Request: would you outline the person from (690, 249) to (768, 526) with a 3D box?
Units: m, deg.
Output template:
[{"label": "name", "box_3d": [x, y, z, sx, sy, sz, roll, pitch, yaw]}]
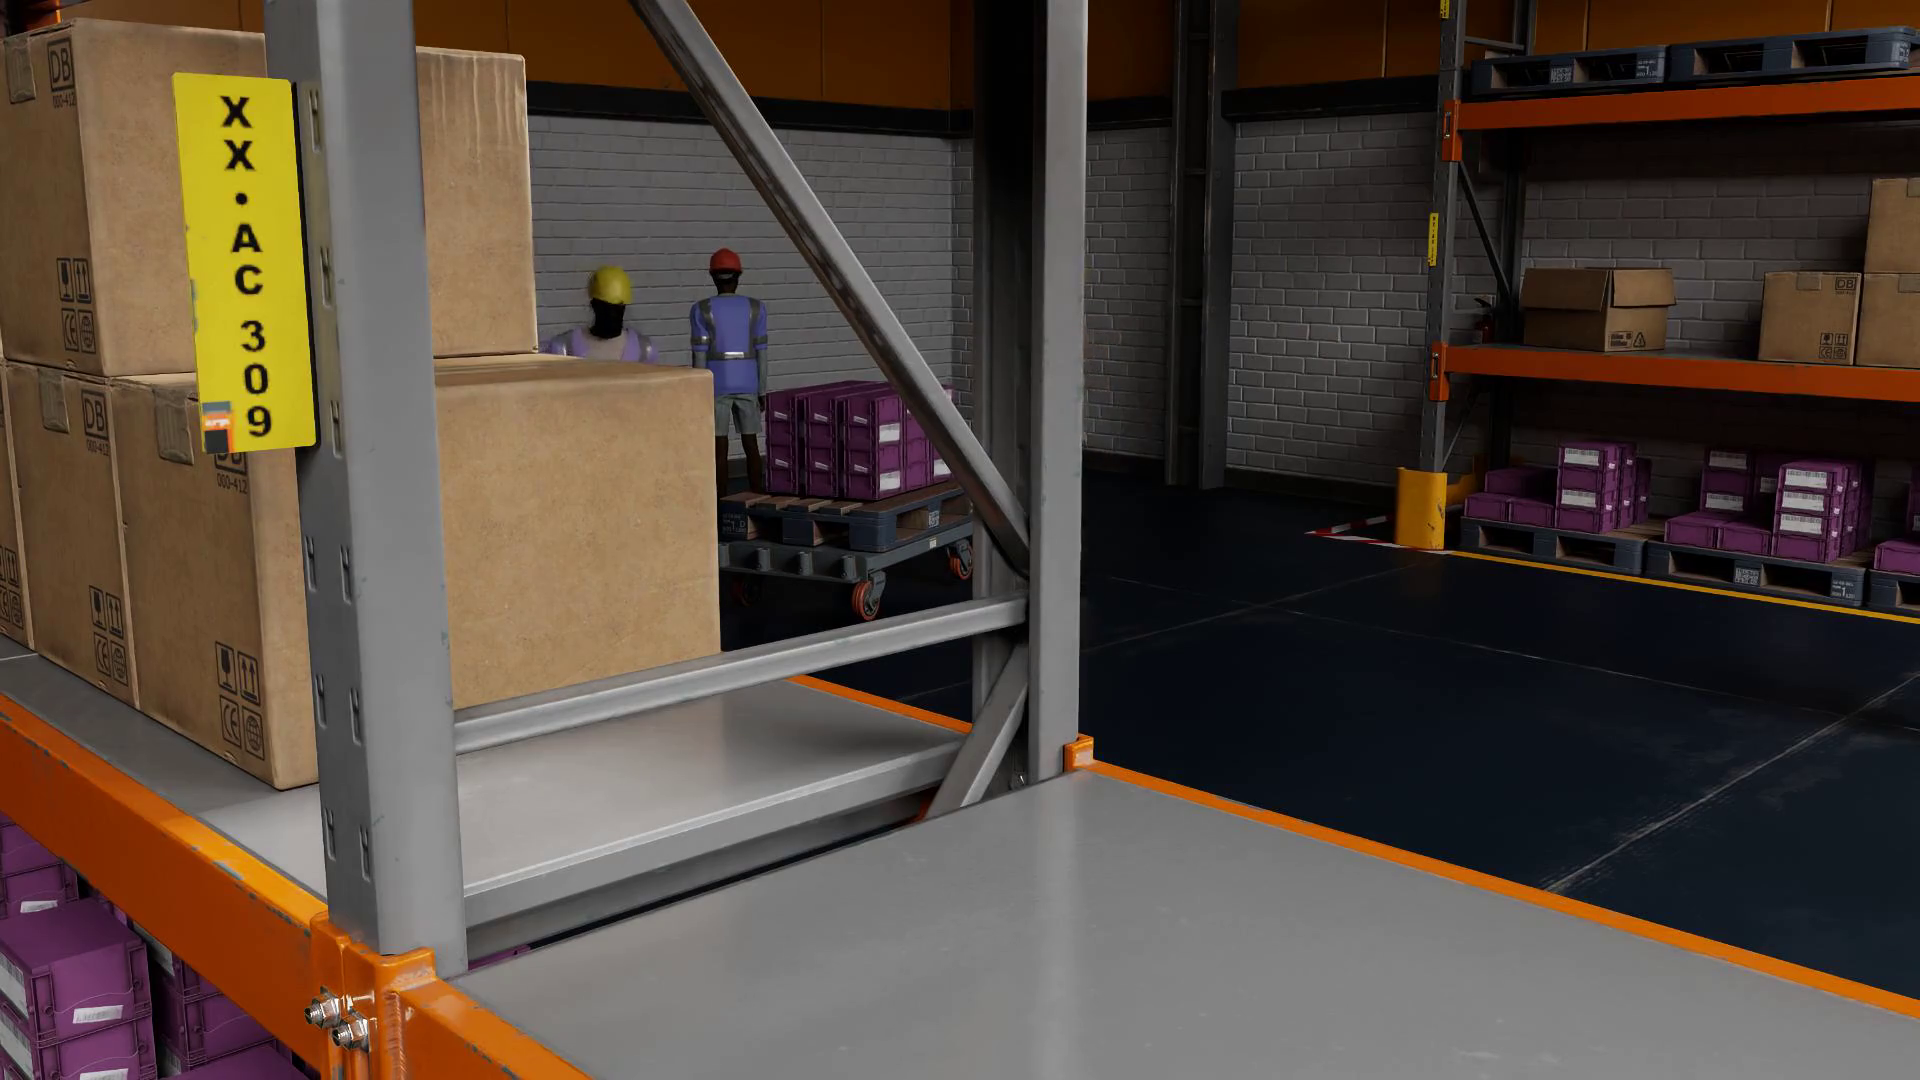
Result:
[{"label": "person", "box_3d": [-1.617, -1.064, 11.656, 0.546, 1.927, 0.385, -4, 11, -19]}]

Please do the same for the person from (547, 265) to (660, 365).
[{"label": "person", "box_3d": [-1.846, -0.487, 8.652, 0.593, 1.880, 0.975, -3, 11, -17]}]
